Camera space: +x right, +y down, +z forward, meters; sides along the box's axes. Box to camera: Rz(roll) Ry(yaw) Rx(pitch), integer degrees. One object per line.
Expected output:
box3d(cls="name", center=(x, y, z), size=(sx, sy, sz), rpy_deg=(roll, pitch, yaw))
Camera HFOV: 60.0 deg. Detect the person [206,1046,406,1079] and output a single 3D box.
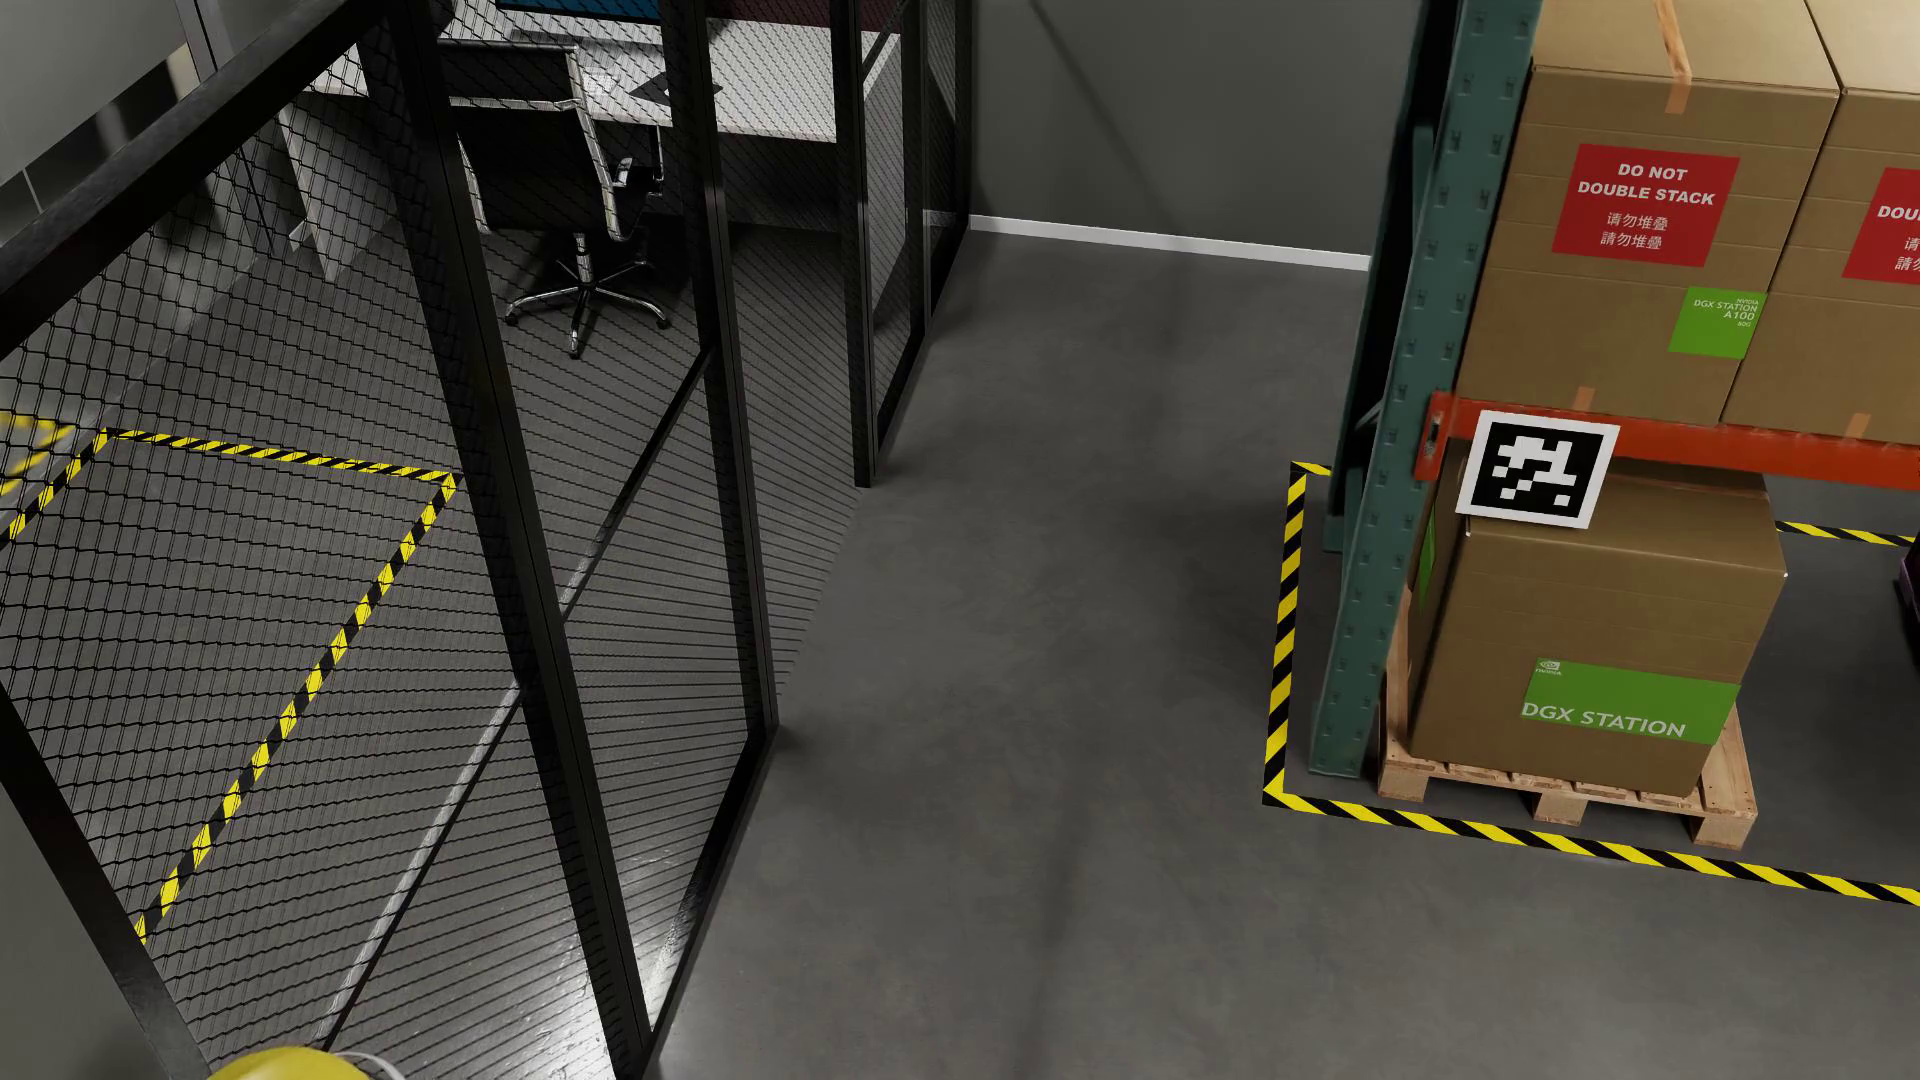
box3d(cls="person", center=(-0.680, 1.222, 2.171), size=(0.596, 1.832, 0.404), rpy_deg=(13, 43, 14))
